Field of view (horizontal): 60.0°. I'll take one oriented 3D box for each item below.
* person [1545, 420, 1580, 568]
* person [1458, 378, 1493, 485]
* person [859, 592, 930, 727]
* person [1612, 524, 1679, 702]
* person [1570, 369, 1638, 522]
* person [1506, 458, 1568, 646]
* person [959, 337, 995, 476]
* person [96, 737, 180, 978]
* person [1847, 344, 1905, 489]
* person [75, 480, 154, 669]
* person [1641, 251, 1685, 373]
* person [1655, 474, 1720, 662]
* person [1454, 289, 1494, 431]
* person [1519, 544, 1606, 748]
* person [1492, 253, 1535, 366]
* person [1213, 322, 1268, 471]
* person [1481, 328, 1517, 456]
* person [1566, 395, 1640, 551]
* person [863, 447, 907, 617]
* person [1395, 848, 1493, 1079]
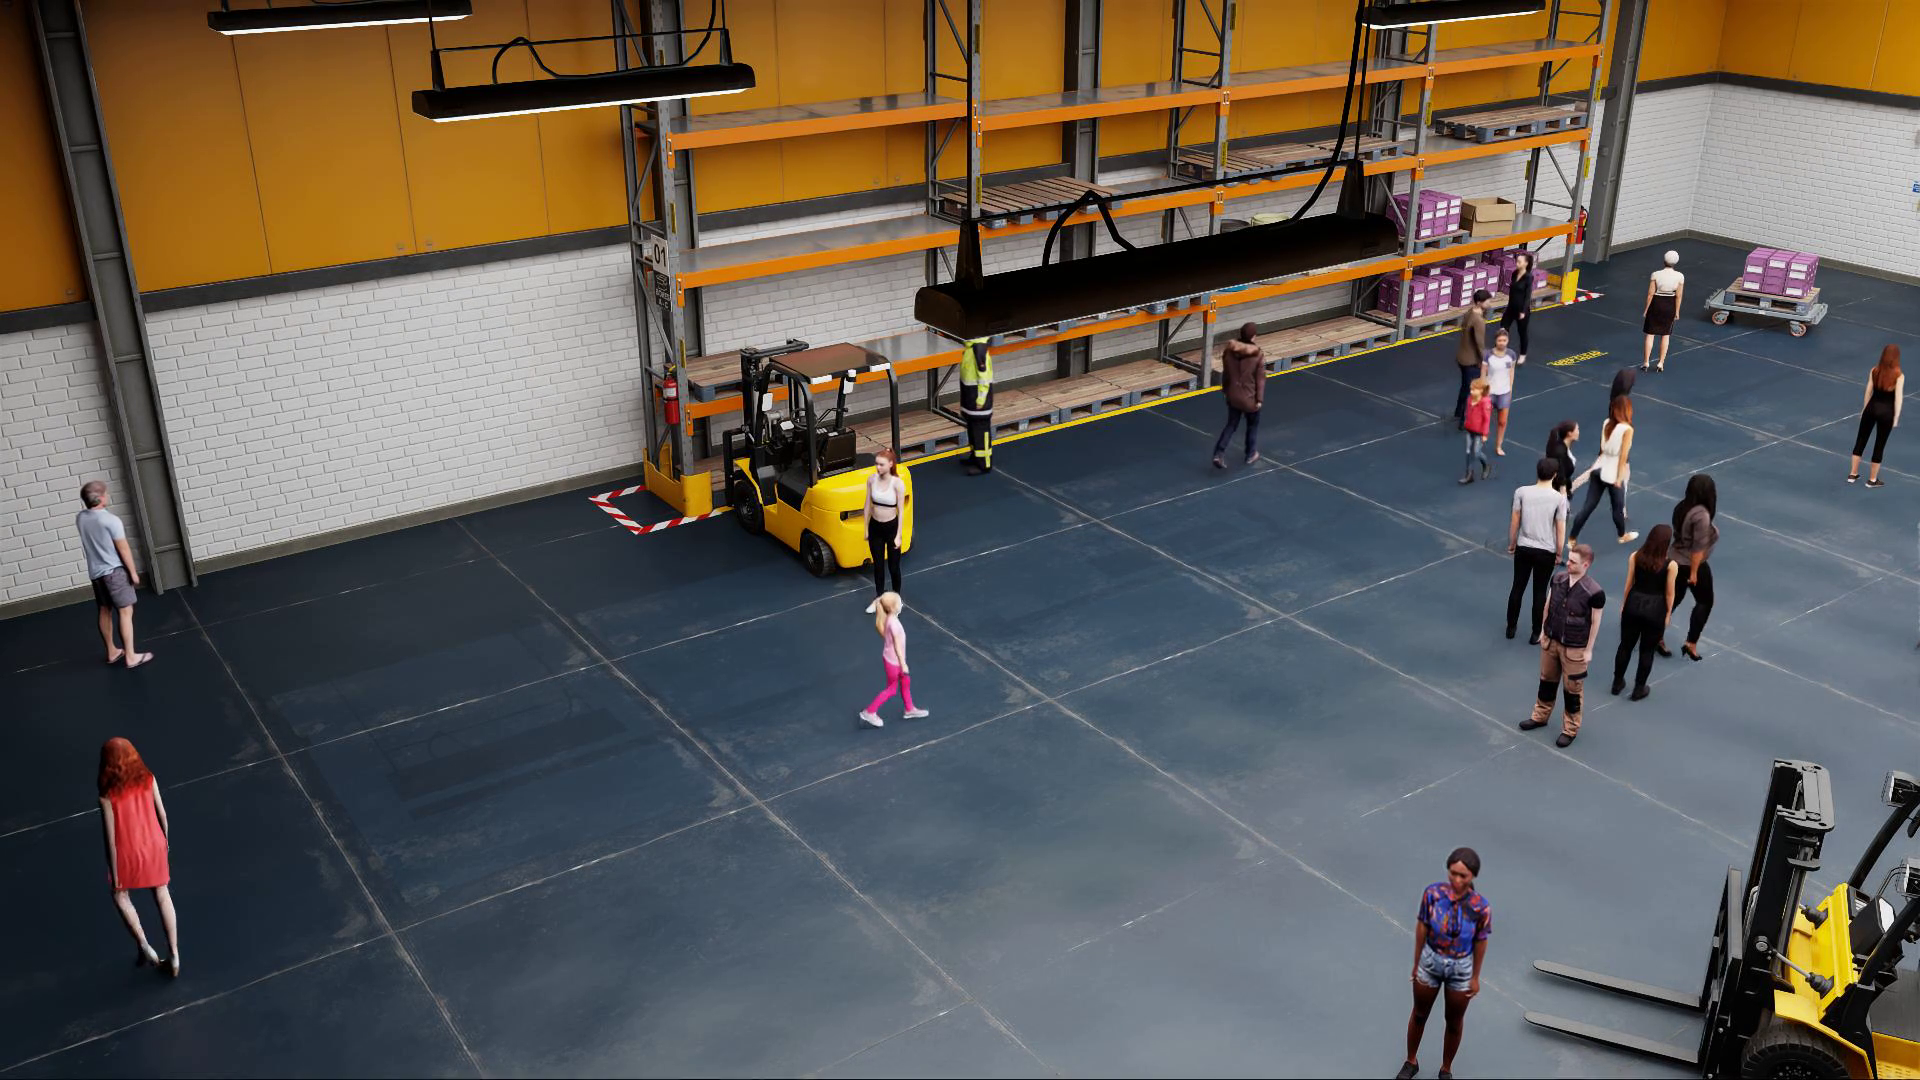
[{"bbox_3d":[6.178,-0.473,17.486,0.851,1.642,0.762,13,27,27],"label":"person"},{"bbox_3d":[6.190,-1.297,19.793,0.673,1.304,0.539,-14,27,-29],"label":"person"},{"bbox_3d":[-0.620,1.049,14.479,0.911,1.260,0.738,-2,24,-5],"label":"person"},{"bbox_3d":[6.122,0.647,14.881,0.661,1.675,0.659,16,28,33],"label":"person"},{"bbox_3d":[7.220,-1.046,18.632,1.146,1.774,1.041,2,24,5],"label":"person"},{"bbox_3d":[5.500,0.096,15.908,0.730,1.862,0.678,16,28,32],"label":"person"},{"bbox_3d":[0.213,-1.769,20.024,0.804,1.983,0.855,-5,24,-11],"label":"person"},{"bbox_3d":[-5.474,2.179,11.207,0.800,1.810,0.692,16,28,32],"label":"person"},{"bbox_3d":[10.867,-1.482,19.687,0.496,1.726,0.555,-16,28,-33],"label":"person"},{"bbox_3d":[-7.917,0.319,15.440,0.739,1.829,0.770,7,25,16],"label":"person"},{"bbox_3d":[10.001,-3.257,23.713,0.714,1.755,0.740,7,25,16],"label":"person"},{"bbox_3d":[6.692,0.278,15.547,0.849,1.819,0.811,-3,24,-6],"label":"person"},{"bbox_3d":[6.560,-2.319,21.443,0.910,1.854,0.900,-4,24,-9],"label":"person"},{"bbox_3d":[5.196,0.860,14.189,0.561,1.840,0.666,-16,28,-33],"label":"person"},{"bbox_3d":[8.050,-3.260,23.827,1.032,1.669,0.647,-13,27,-28],"label":"person"},{"bbox_3d":[3.376,-1.707,20.088,0.956,1.819,1.229,18,29,35],"label":"person"},{"bbox_3d":[6.632,-1.821,20.602,0.614,1.615,0.699,1,24,2],"label":"person"},{"bbox_3d":[6.857,-0.665,17.810,1.180,1.734,0.749,-10,26,-23],"label":"person"},{"bbox_3d":[-0.734,-0.084,16.471,0.668,1.742,0.679,11,26,24],"label":"person"},{"bbox_3d":[2.993,2.644,10.231,0.666,1.741,0.680,10,25,21],"label":"person"}]
